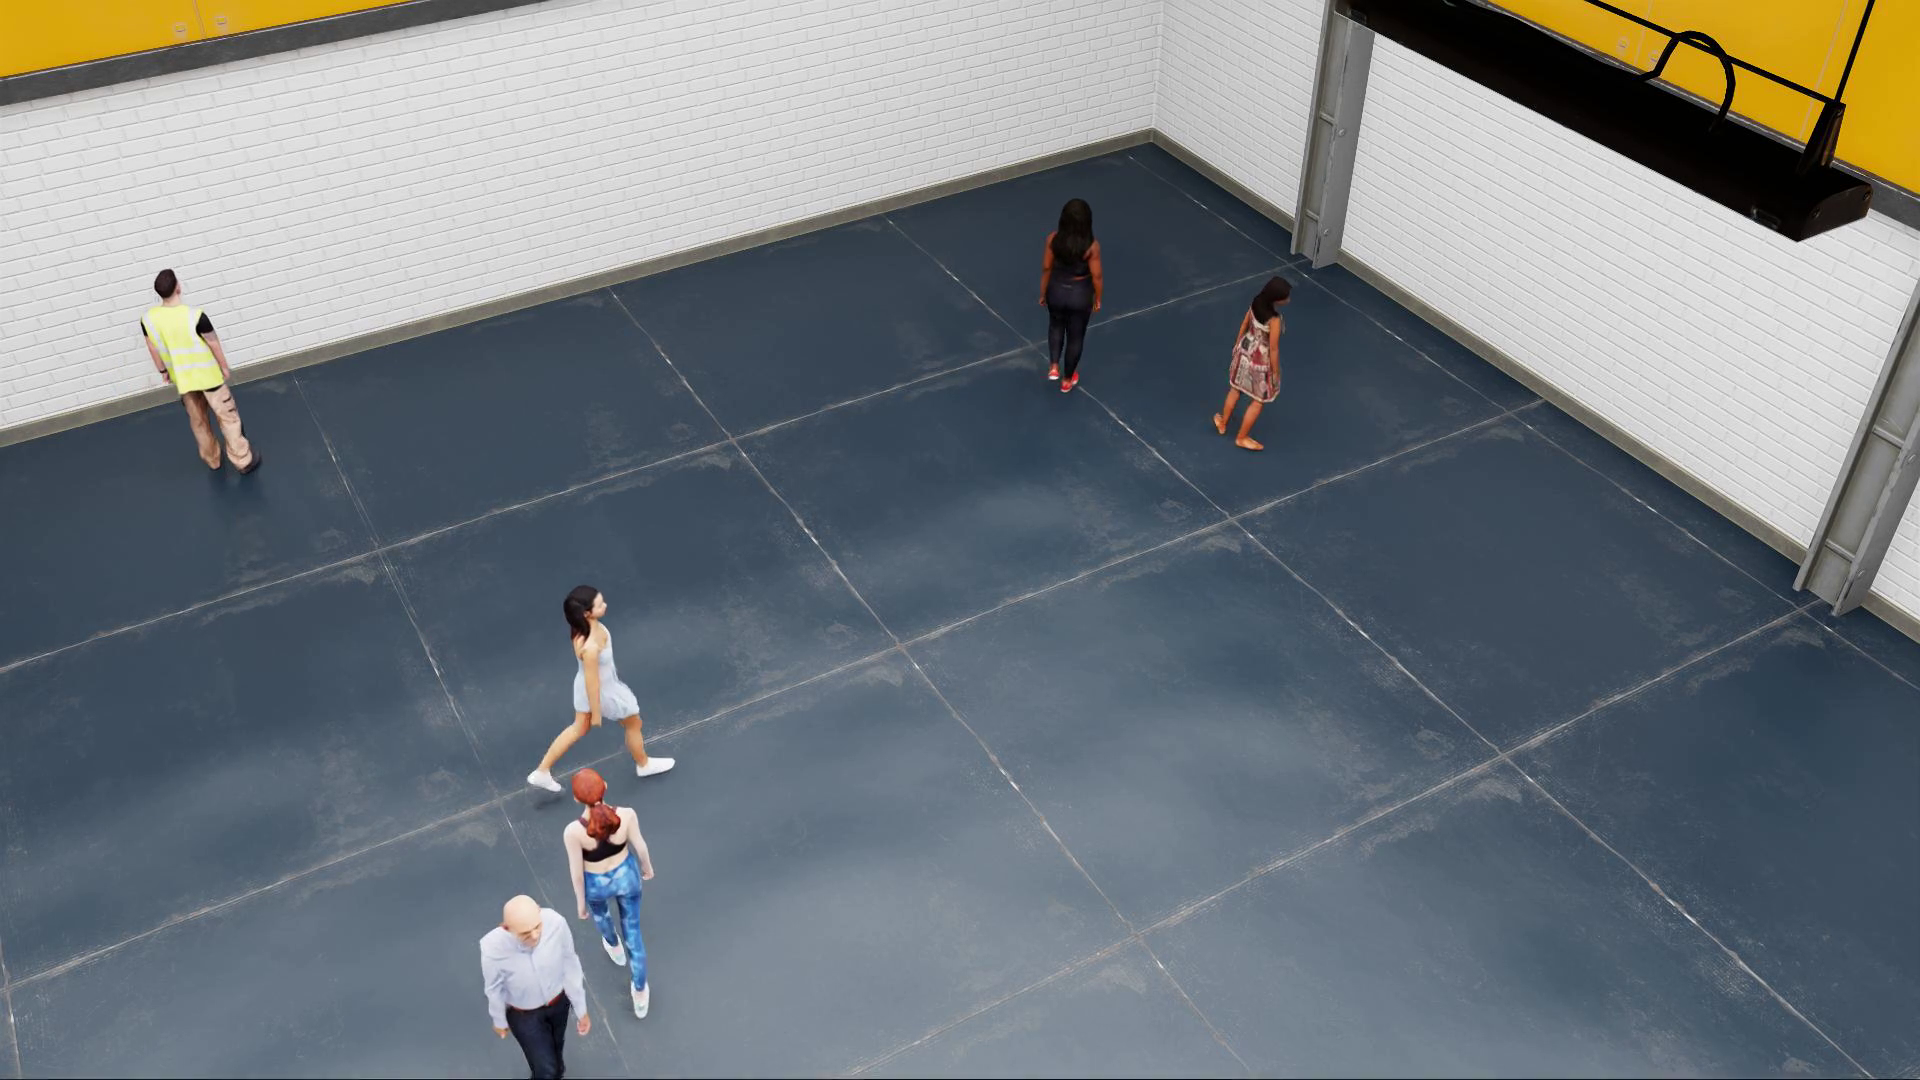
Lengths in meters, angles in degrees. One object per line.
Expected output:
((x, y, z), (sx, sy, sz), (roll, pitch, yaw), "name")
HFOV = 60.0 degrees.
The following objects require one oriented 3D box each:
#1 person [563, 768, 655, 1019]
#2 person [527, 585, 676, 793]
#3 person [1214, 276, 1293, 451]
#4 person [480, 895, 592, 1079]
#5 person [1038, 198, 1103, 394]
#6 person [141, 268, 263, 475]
((-1.891, 1.990, 9.132), (0.688, 1.765, 0.916), (-13, 40, -16), "person")
((-2.364, 0.973, 10.463), (0.747, 1.693, 1.137), (-15, 41, -18), "person")
((2.370, -1.487, 13.602), (0.856, 1.620, 0.547), (-23, 44, -26), "person")
((-2.218, 2.367, 8.652), (0.692, 1.774, 0.787), (-27, 46, -30), "person")
((0.906, -2.028, 14.128), (0.807, 1.808, 0.886), (14, 41, 17), "person")
((-6.065, -1.323, 13.214), (0.834, 1.847, 0.876), (-3, 39, -4), "person")
